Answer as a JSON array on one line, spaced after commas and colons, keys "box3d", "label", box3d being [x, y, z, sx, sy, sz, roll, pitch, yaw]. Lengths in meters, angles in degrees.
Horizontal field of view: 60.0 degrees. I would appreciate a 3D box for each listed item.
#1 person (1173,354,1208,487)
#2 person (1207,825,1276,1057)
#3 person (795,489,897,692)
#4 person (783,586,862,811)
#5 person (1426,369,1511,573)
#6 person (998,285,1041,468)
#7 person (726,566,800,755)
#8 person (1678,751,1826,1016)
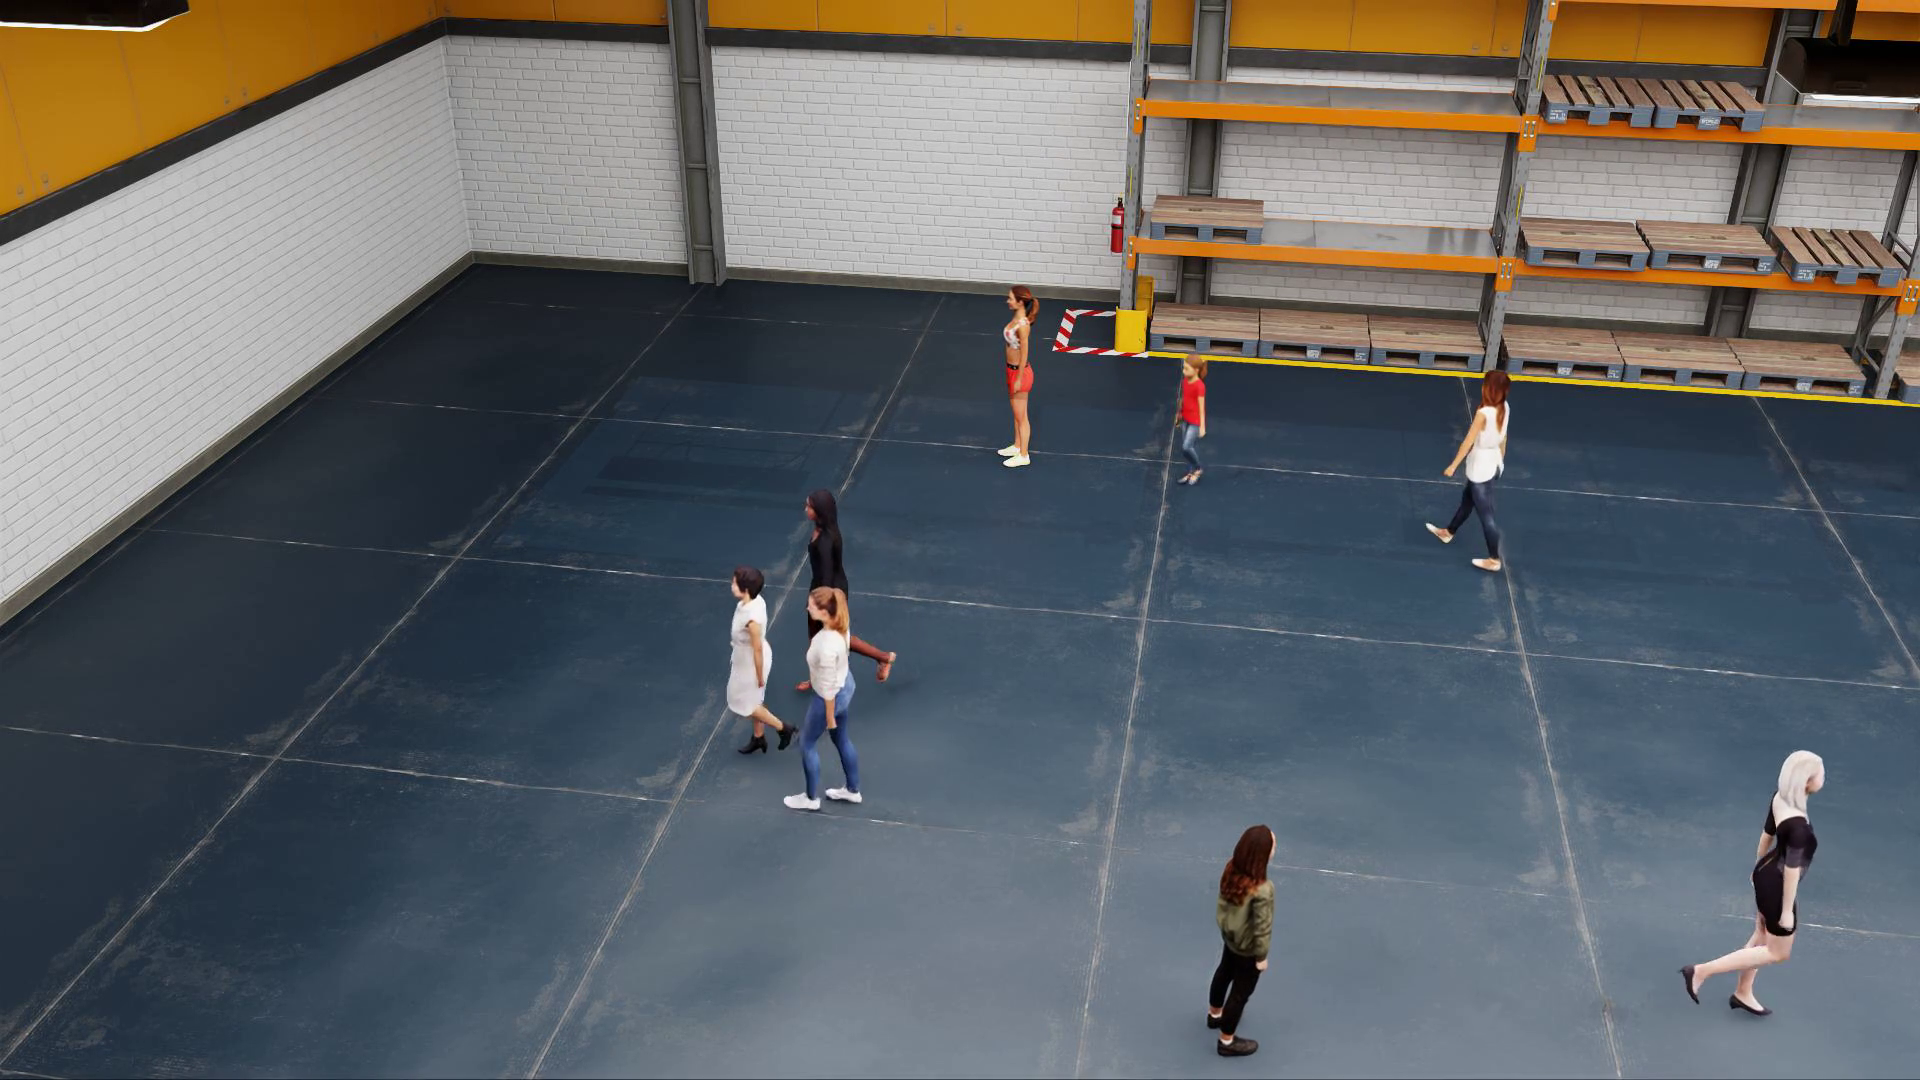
[{"box3d": [2.226, -1.122, 15.515, 0.639, 1.300, 0.598, -13, 31, -22], "label": "person"}, {"box3d": [1.566, 2.207, 9.235, 0.630, 1.471, 0.652, -6, 29, -11], "label": "person"}, {"box3d": [-0.877, 0.406, 12.296, 1.085, 1.702, 0.861, -5, 29, -9], "label": "person"}, {"box3d": [-0.775, 1.061, 11.087, 0.729, 1.708, 0.635, 7, 29, 12], "label": "person"}, {"box3d": [4.489, -0.538, 13.973, 1.120, 1.752, 0.966, 24, 37, 36], "label": "person"}, {"box3d": [0.563, -1.569, 15.822, 0.658, 1.791, 0.640, -4, 29, -7], "label": "person"}, {"box3d": [-1.379, 0.861, 11.625, 0.777, 1.544, 0.658, -2, 29, -3], "label": "person"}, {"box3d": [4.464, 1.969, 9.312, 0.798, 1.816, 0.583, 5, 29, 8], "label": "person"}]
